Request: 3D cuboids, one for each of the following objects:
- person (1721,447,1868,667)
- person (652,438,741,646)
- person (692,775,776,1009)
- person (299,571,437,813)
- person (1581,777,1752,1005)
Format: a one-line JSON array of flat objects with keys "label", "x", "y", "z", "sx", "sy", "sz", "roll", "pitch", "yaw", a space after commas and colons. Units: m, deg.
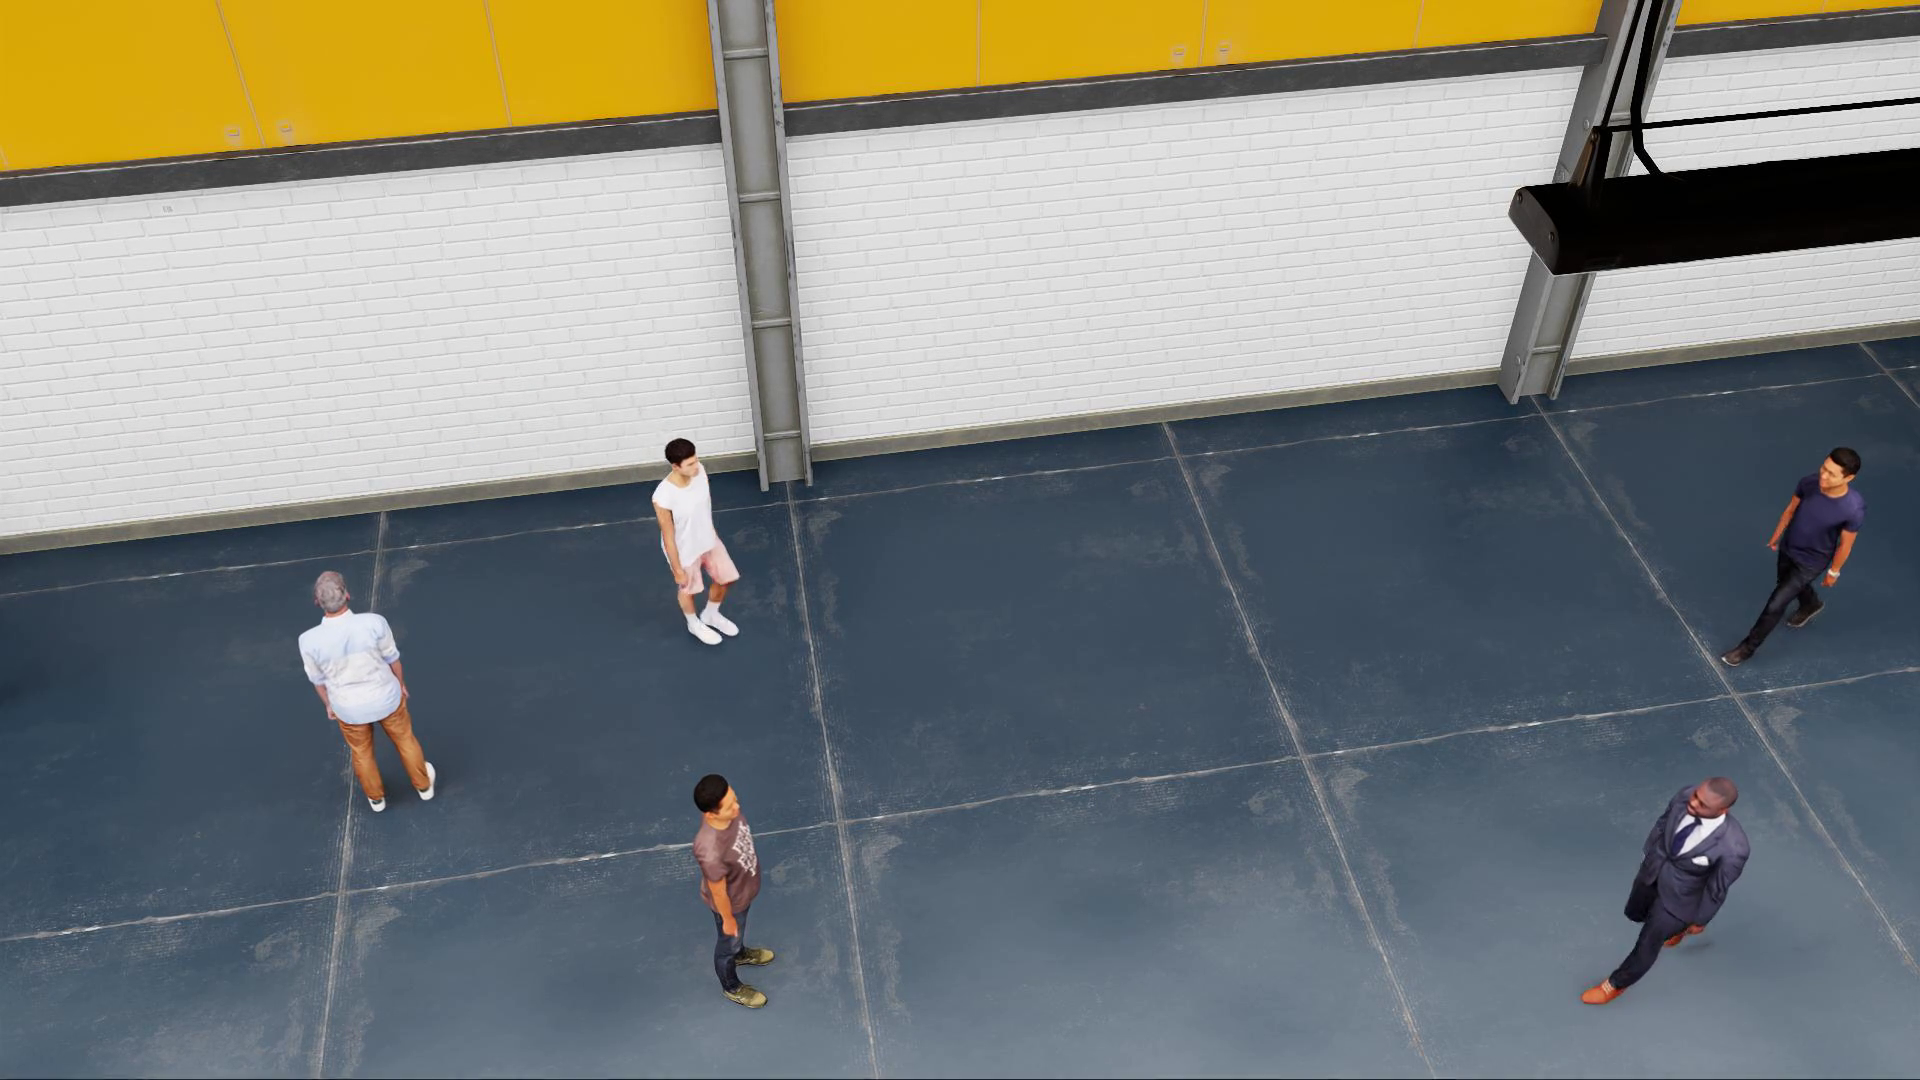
[{"label": "person", "x": 5.564, "y": 0.067, "z": 10.820, "sx": 1.196, "sy": 1.751, "sz": 0.825, "roll": -16, "pitch": 46, "yaw": -16}, {"label": "person", "x": -1.821, "y": -0.011, "z": 10.884, "sx": 0.865, "sy": 1.775, "sz": 0.809, "roll": 24, "pitch": 49, "yaw": 23}, {"label": "person", "x": -1.248, "y": 1.857, "z": 8.920, "sx": 0.633, "sy": 1.779, "sz": 0.680, "roll": 4, "pitch": 44, "yaw": 4}, {"label": "person", "x": -3.522, "y": 0.924, "z": 9.870, "sx": 0.566, "sy": 1.819, "sz": 0.770, "roll": -13, "pitch": 45, "yaw": -13}, {"label": "person", "x": 3.879, "y": 1.845, "z": 8.914, "sx": 1.026, "sy": 1.805, "sz": 0.777, "roll": -13, "pitch": 45, "yaw": -13}]
